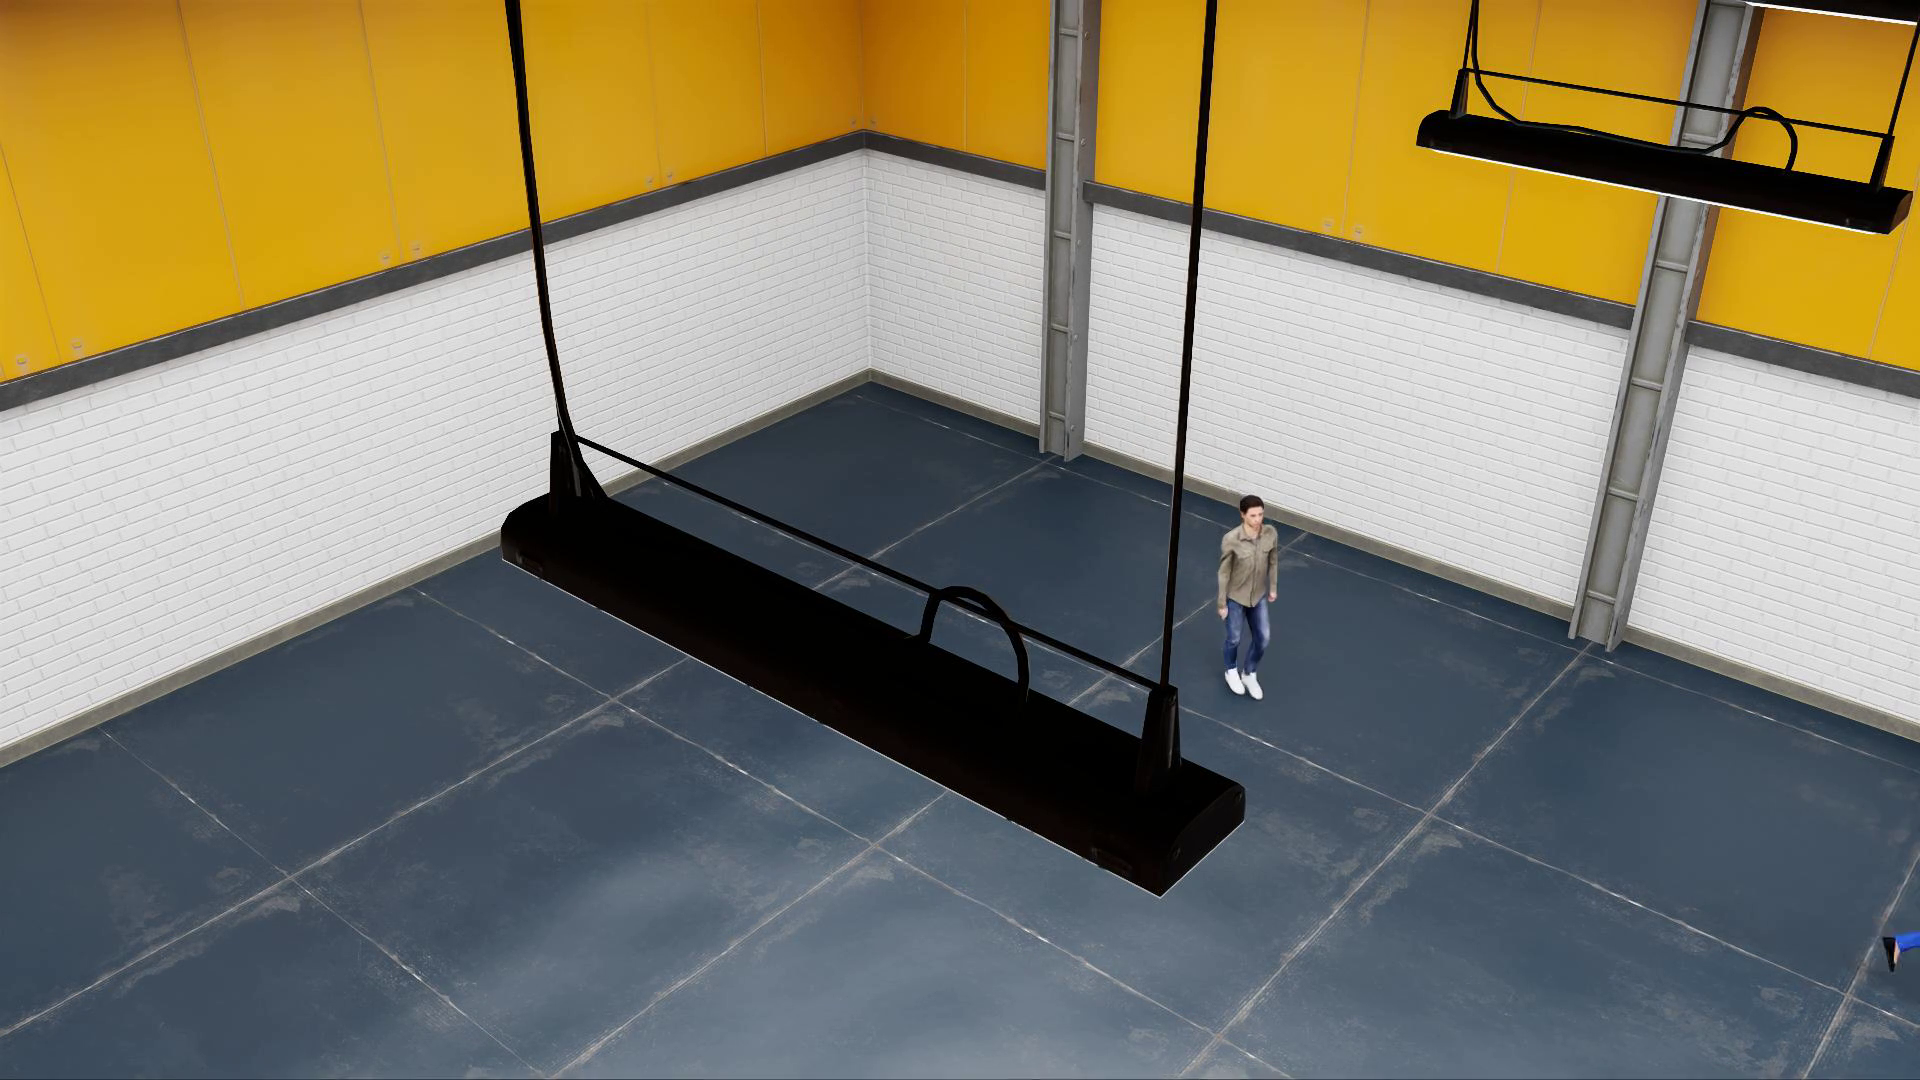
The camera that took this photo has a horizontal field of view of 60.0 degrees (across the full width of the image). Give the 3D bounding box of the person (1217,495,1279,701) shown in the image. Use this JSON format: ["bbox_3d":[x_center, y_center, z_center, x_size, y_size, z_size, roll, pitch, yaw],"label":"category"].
[{"bbox_3d":[2.342,0.418,13.853,0.863,1.847,0.885,-8,30,-14],"label":"person"}]
